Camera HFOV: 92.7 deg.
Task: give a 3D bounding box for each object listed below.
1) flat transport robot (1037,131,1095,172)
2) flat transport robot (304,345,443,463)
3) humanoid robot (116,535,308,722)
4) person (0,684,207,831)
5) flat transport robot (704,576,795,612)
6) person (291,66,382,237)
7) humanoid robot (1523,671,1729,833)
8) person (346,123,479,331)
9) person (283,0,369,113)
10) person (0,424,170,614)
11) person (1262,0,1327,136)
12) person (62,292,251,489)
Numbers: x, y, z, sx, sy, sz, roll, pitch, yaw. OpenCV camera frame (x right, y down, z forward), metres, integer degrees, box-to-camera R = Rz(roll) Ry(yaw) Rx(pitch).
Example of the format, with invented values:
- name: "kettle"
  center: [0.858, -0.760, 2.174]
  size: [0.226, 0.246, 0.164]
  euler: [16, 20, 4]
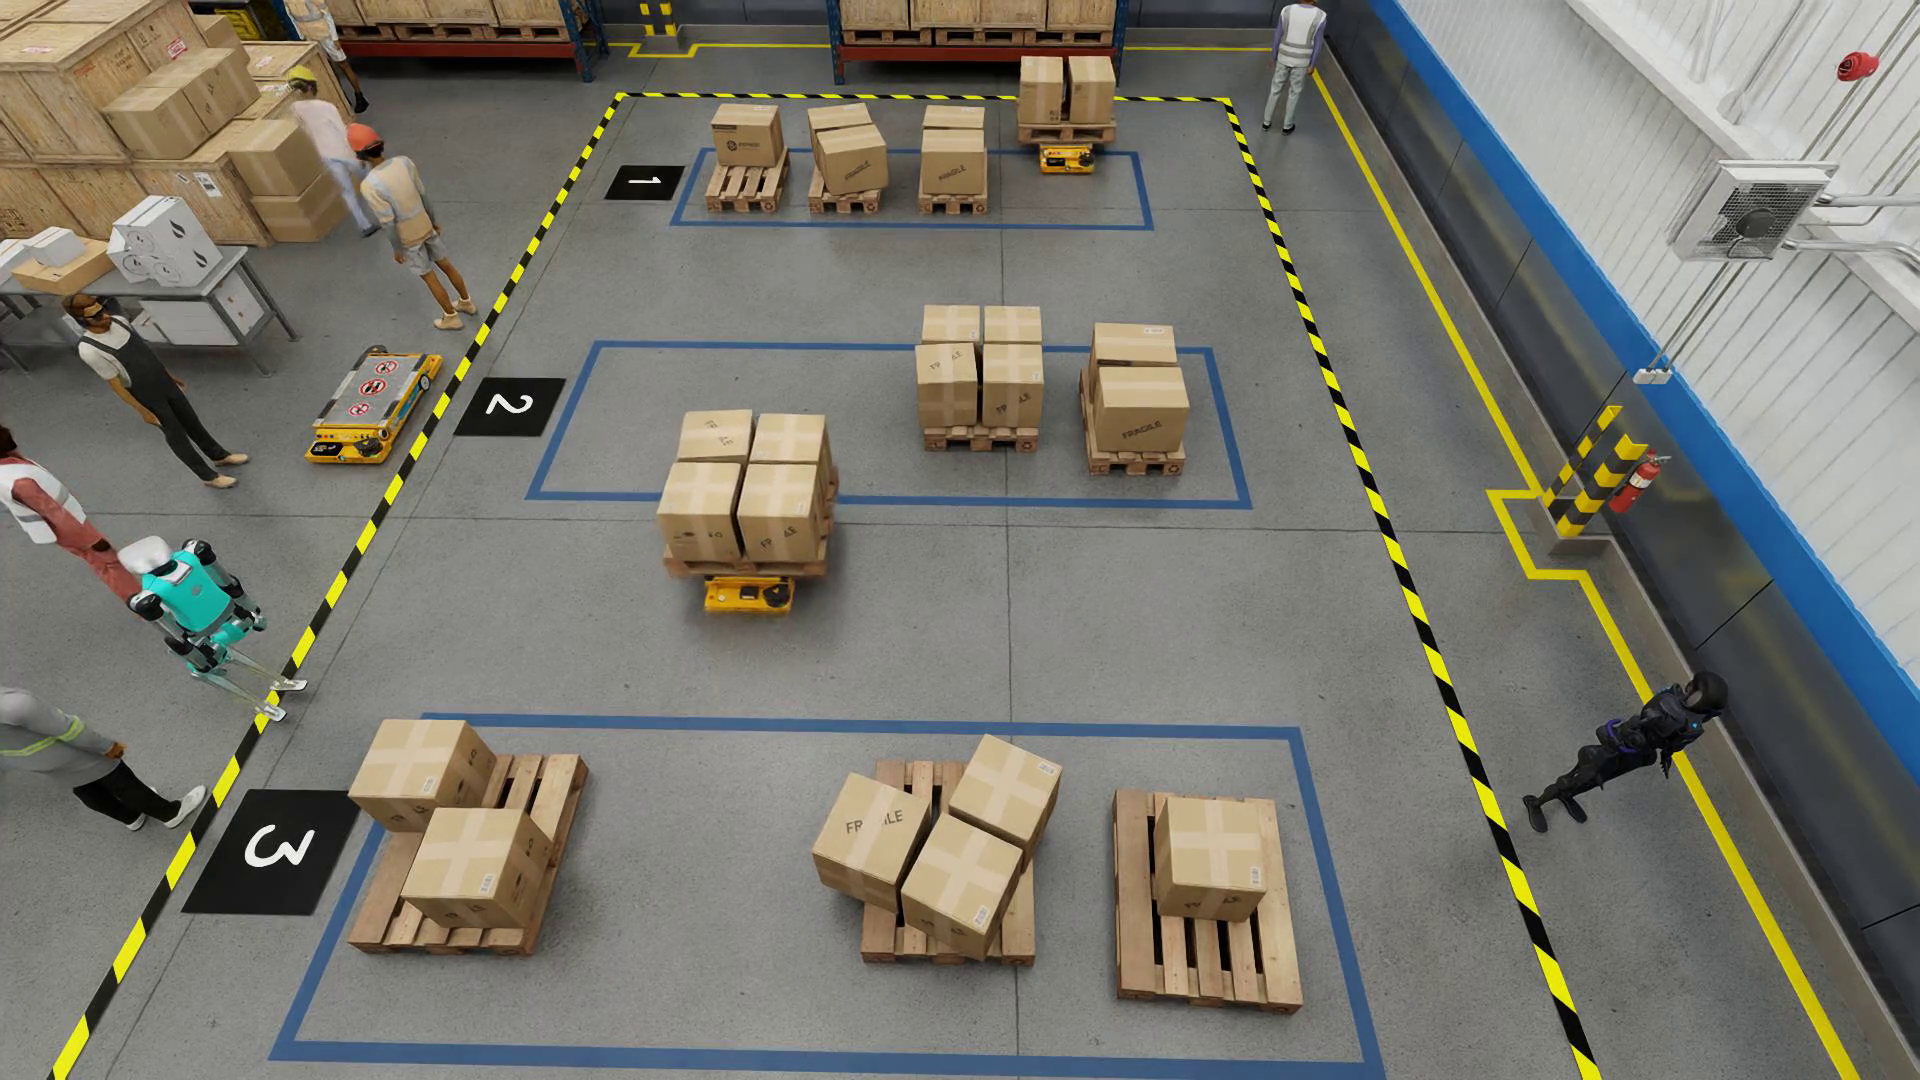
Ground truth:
- name: "flat transport robot"
  center: [1.319, -5.138, 11.696]
  size: [0.652, 0.197, 1.431]
  euler: [0, 50, 0]
- name: "flat transport robot"
  center: [-5.383, -1.269, 8.441]
  size: [0.659, 0.231, 1.431]
  euler: [1, 50, 1]
- name: "humanoid robot"
  center: [-4.862, 0.558, 5.845]
  size: [0.735, 1.676, 0.533]
  euler: [9, 50, 8]
- name: "person"
  center: [-5.228, 1.186, 5.326]
  size: [0.589, 1.852, 0.378]
  euler: [-1, 50, -1]
- name: "flat transport robot"
  center: [-1.611, -0.055, 7.395]
  size: [0.652, 0.197, 1.431]
  euler: [1, 50, 1]
- name: "person"
  center: [-6.708, -4.251, 10.009]
  size: [0.589, 1.712, 0.772]
  euler: [7, 50, 6]
- name: "humanoid robot"
  center: [3.924, 1.253, 5.376]
  size: [0.599, 1.655, 0.315]
  euler: [-7, 50, -6]
- name: "person"
  center: [-5.197, -2.918, 8.676]
  size: [0.386, 2.039, 0.613]
  euler: [12, 51, 10]
- name: "person"
  center: [-8.266, -6.507, 11.779]
  size: [0.542, 1.939, 0.358]
  euler: [5, 50, 4]
- name: "person"
  center: [-6.236, -0.110, 6.389]
  size: [0.581, 1.911, 0.392]
  euler: [29, 56, 23]
- name: "person"
  center: [4.168, -6.008, 11.429]
  size: [0.587, 1.827, 0.403]
  euler: [23, 54, 18]
- name: "person"
  center: [-6.424, -1.175, 7.328]
  size: [0.336, 1.844, 0.510]
  euler: [-5, 50, -4]
